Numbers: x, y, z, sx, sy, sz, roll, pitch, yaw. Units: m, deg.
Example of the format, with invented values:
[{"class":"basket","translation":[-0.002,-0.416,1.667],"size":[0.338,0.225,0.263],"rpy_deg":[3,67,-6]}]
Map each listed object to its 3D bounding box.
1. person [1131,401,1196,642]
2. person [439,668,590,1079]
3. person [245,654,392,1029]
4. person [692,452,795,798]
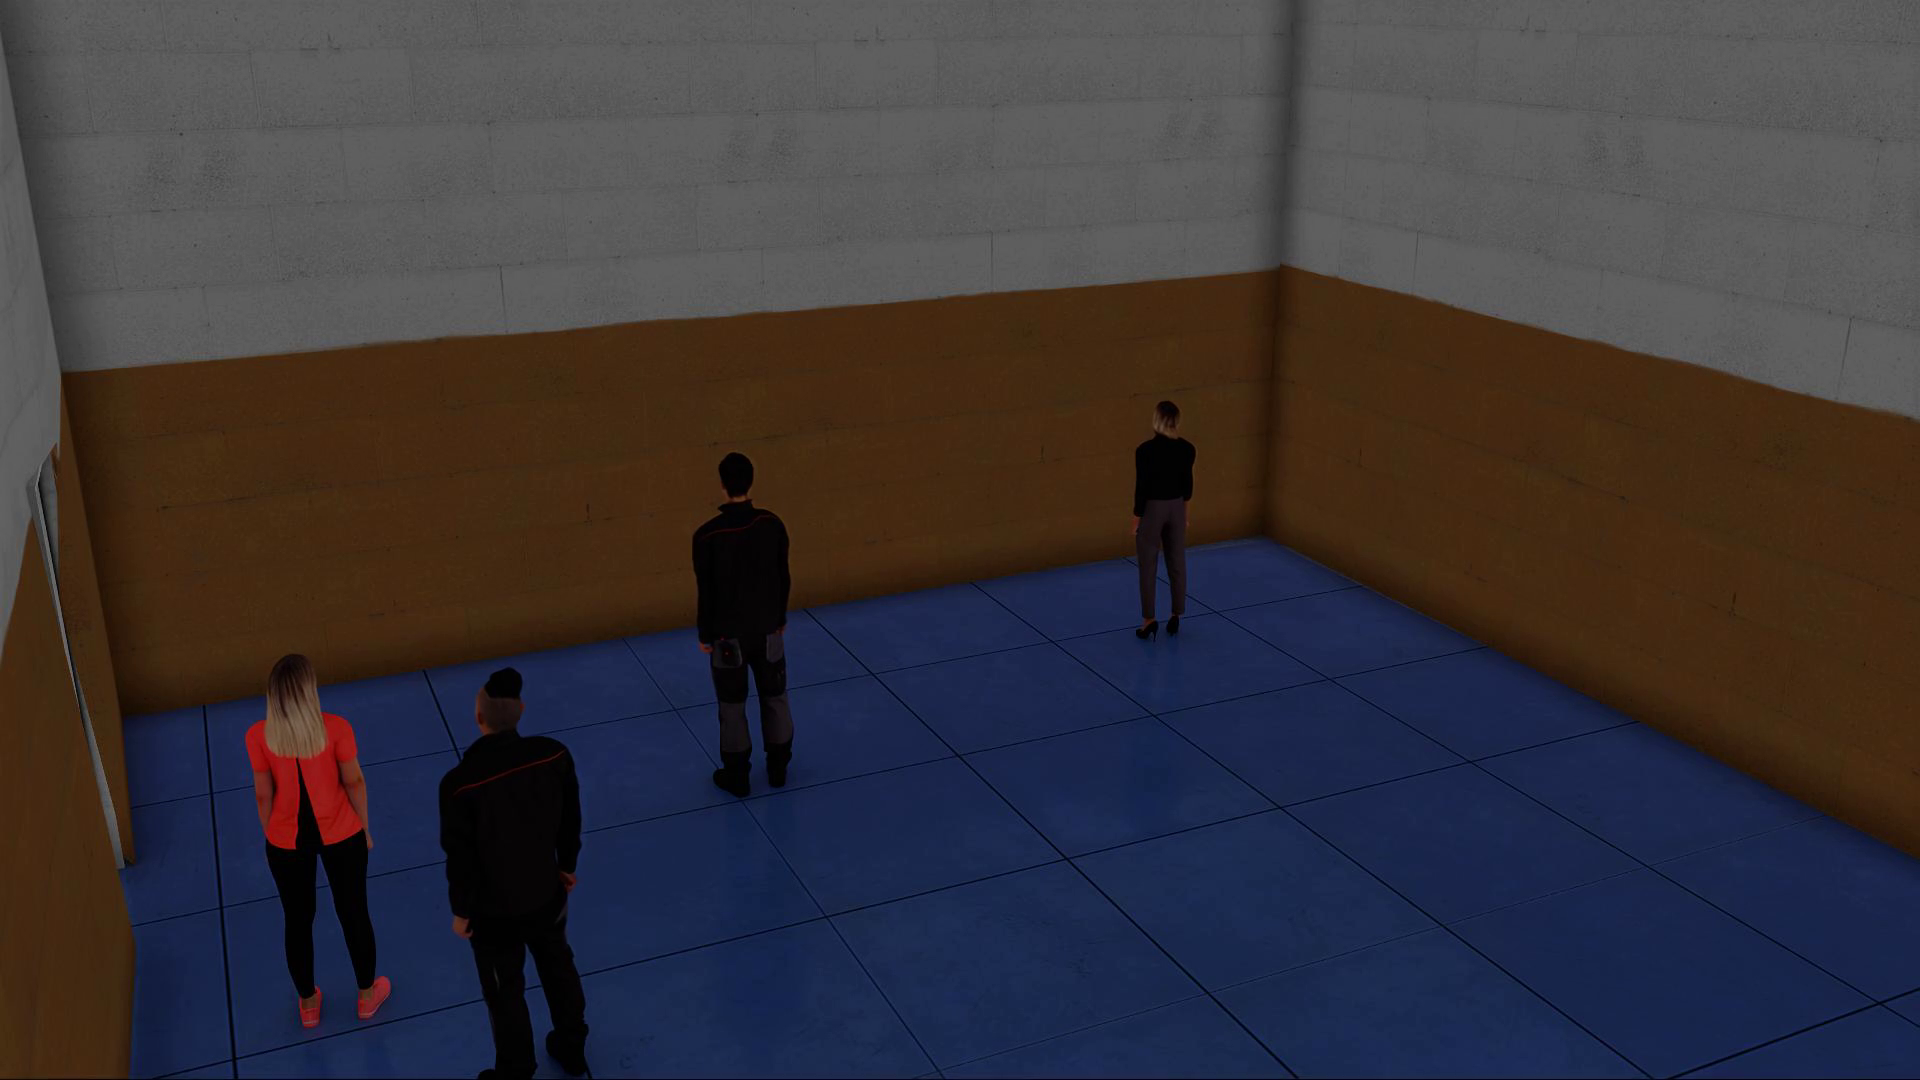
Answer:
[{"class":"person","translation":[1.369,-0.128,11.287],"size":[0.482,1.671,0.669],"rpy_deg":[-7,20,-20]},{"class":"person","translation":[-1.751,1.352,6.565],"size":[0.897,1.861,0.698],"rpy_deg":[17,25,41]},{"class":"person","translation":[-2.747,1.276,7.086],"size":[0.535,1.694,0.697],"rpy_deg":[-4,19,-11]},{"class":"person","translation":[-1.176,0.459,9.115],"size":[0.509,1.945,0.749],"rpy_deg":[-9,21,-24]}]
